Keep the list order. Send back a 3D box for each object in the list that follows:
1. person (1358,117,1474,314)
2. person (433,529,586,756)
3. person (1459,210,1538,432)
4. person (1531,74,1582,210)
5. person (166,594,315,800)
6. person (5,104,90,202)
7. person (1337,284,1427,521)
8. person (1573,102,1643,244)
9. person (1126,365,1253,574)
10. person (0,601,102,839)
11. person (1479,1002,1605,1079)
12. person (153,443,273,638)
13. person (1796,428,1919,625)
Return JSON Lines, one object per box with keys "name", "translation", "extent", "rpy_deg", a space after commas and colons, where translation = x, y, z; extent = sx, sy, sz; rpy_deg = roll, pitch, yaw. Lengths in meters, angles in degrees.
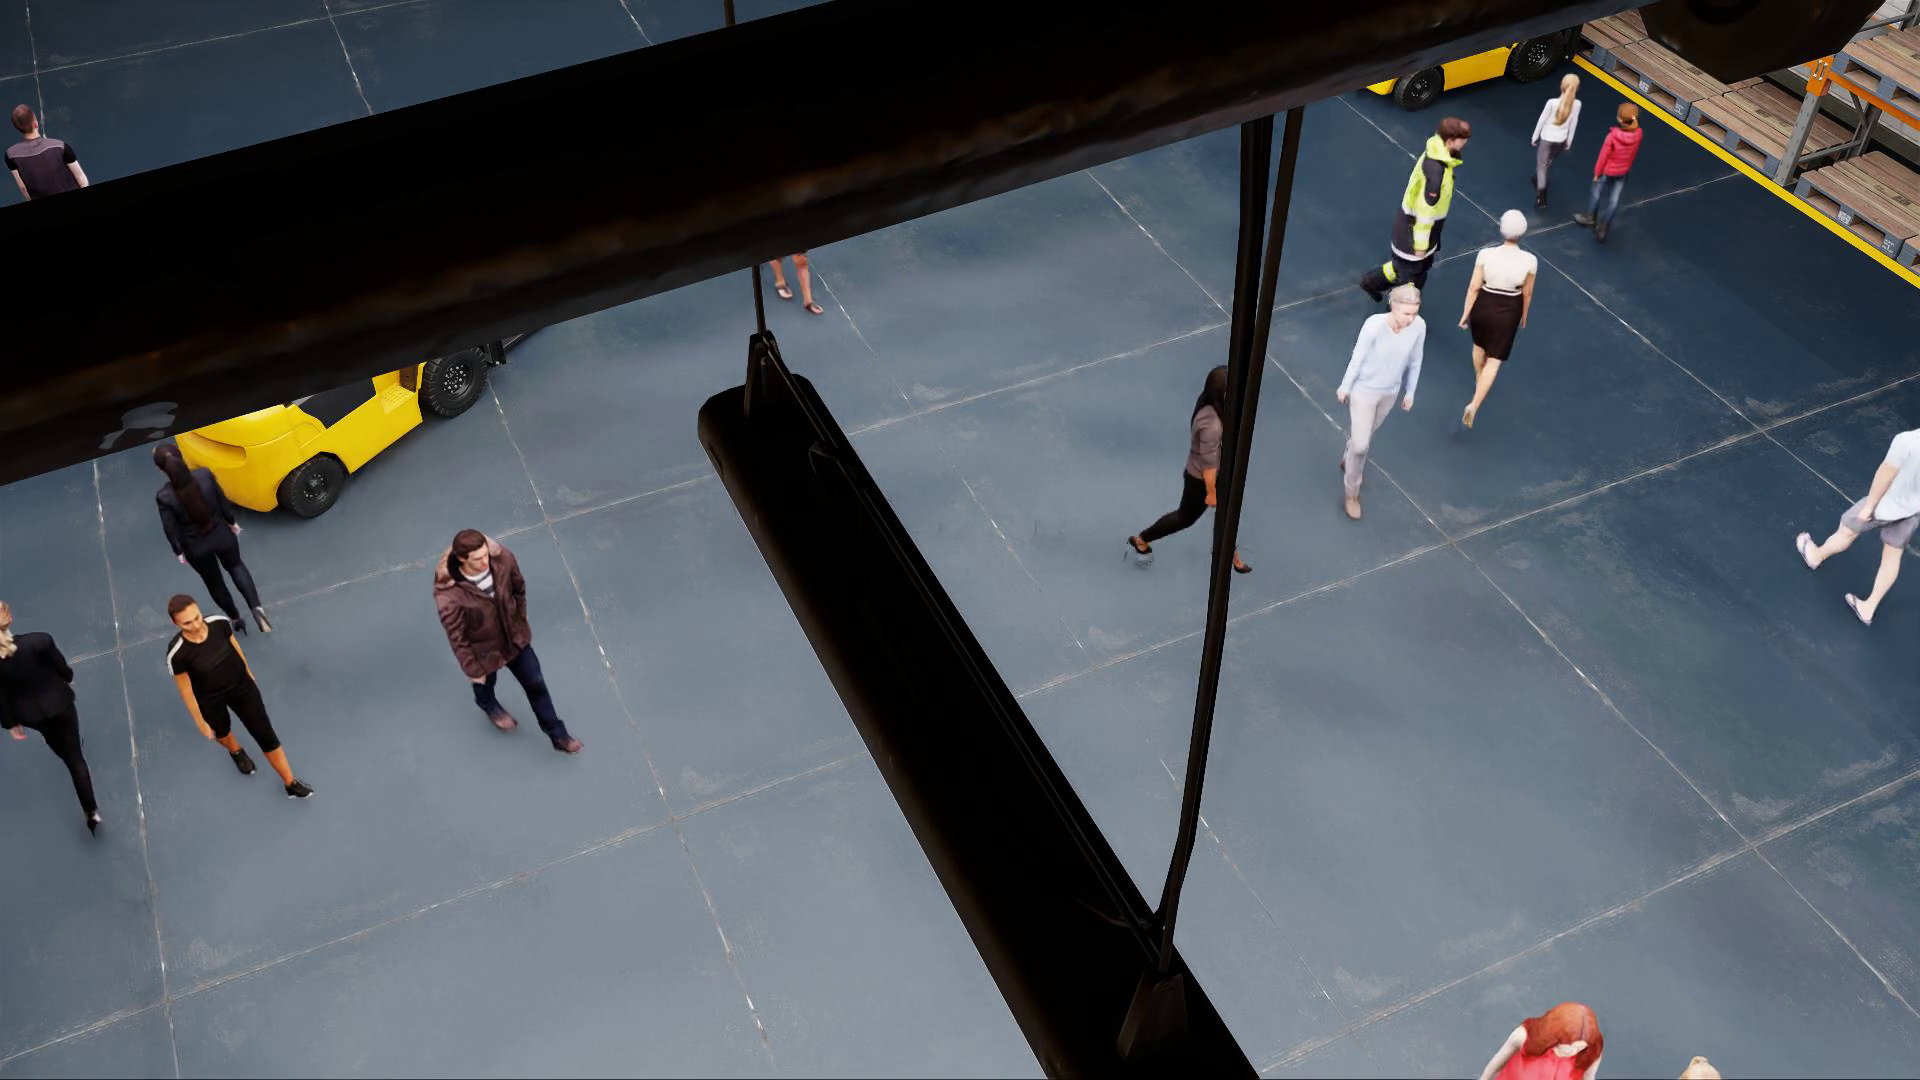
{"name": "person", "translation": [3.646, -2.578, 13.493], "extent": [1.093, 1.959, 1.033], "rpy_deg": [12, 45, 12]}
{"name": "person", "translation": [-2.948, 0.581, 10.288], "extent": [1.246, 1.806, 1.055], "rpy_deg": [30, 51, 28]}
{"name": "person", "translation": [4.059, -1.632, 12.677], "extent": [1.107, 1.717, 1.098], "rpy_deg": [24, 48, 23]}
{"name": "person", "translation": [5.381, -3.599, 15.070], "extent": [0.750, 1.263, 0.951], "rpy_deg": [1, 44, 1]}
{"name": "person", "translation": [-4.521, 0.895, 10.085], "extent": [1.132, 1.633, 0.874], "rpy_deg": [32, 52, 29]}
{"name": "person", "translation": [-7.433, -2.759, 13.768], "extent": [0.715, 1.842, 0.636], "rpy_deg": [-11, 45, -12]}
{"name": "person", "translation": [2.974, -1.140, 12.053], "extent": [0.811, 1.865, 1.003], "rpy_deg": [-7, 44, -7]}
{"name": "person", "translation": [5.777, -3.210, 14.637], "extent": [0.658, 1.297, 0.741], "rpy_deg": [0, 44, 0]}
{"name": "person", "translation": [1.592, -0.448, 11.372], "extent": [1.163, 1.801, 1.167], "rpy_deg": [9, 44, 10]}
{"name": "person", "translation": [-5.395, 1.087, 9.871], "extent": [0.593, 1.649, 1.069], "rpy_deg": [-20, 47, -20]}
{"name": "person", "translation": [2.782, 2.663, 8.124], "extent": [1.071, 1.778, 1.192], "rpy_deg": [10, 44, 10]}
{"name": "person", "translation": [-4.888, 0.052, 10.921], "extent": [0.828, 1.700, 0.729], "rpy_deg": [34, 53, 30]}
{"name": "person", "translation": [6.273, -0.174, 11.083], "extent": [0.918, 1.803, 1.145], "rpy_deg": [-4, 44, -4]}
